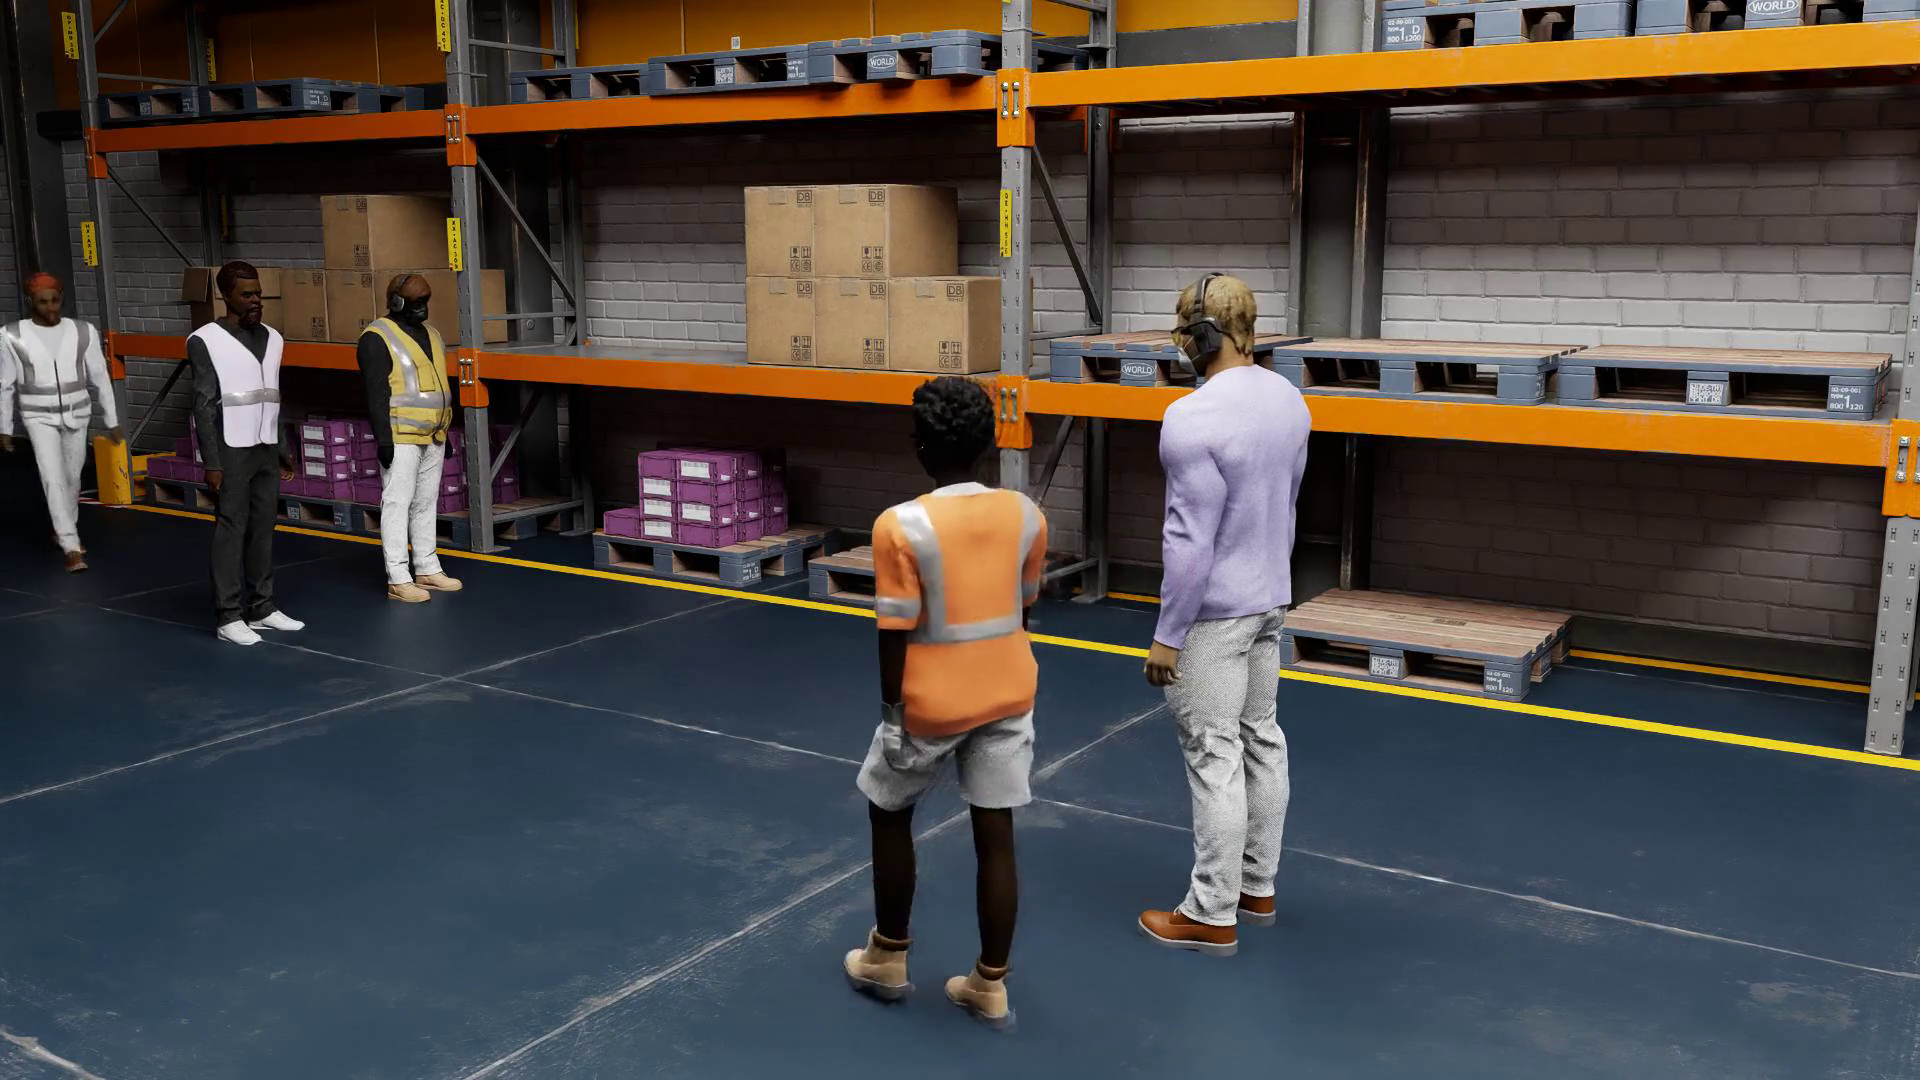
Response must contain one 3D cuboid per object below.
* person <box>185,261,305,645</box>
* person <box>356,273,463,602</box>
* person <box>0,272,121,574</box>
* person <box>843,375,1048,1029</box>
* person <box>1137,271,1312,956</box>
[{"bbox_3d":[-3.635,-0.445,8.437,0.373,1.917,0.594,3,11,18],"label":"person"},{"bbox_3d":[-3.090,-0.581,9.421,0.429,1.839,0.622,3,11,17],"label":"person"},{"bbox_3d":[-5.638,-0.753,10.391,0.620,1.841,1.014,-9,13,-40],"label":"person"},{"bbox_3d":[-0.048,0.406,4.365,0.546,1.674,0.623,-6,12,-30],"label":"person"},{"bbox_3d":[0.743,0.214,4.738,0.371,1.936,0.627,8,13,39],"label":"person"}]
